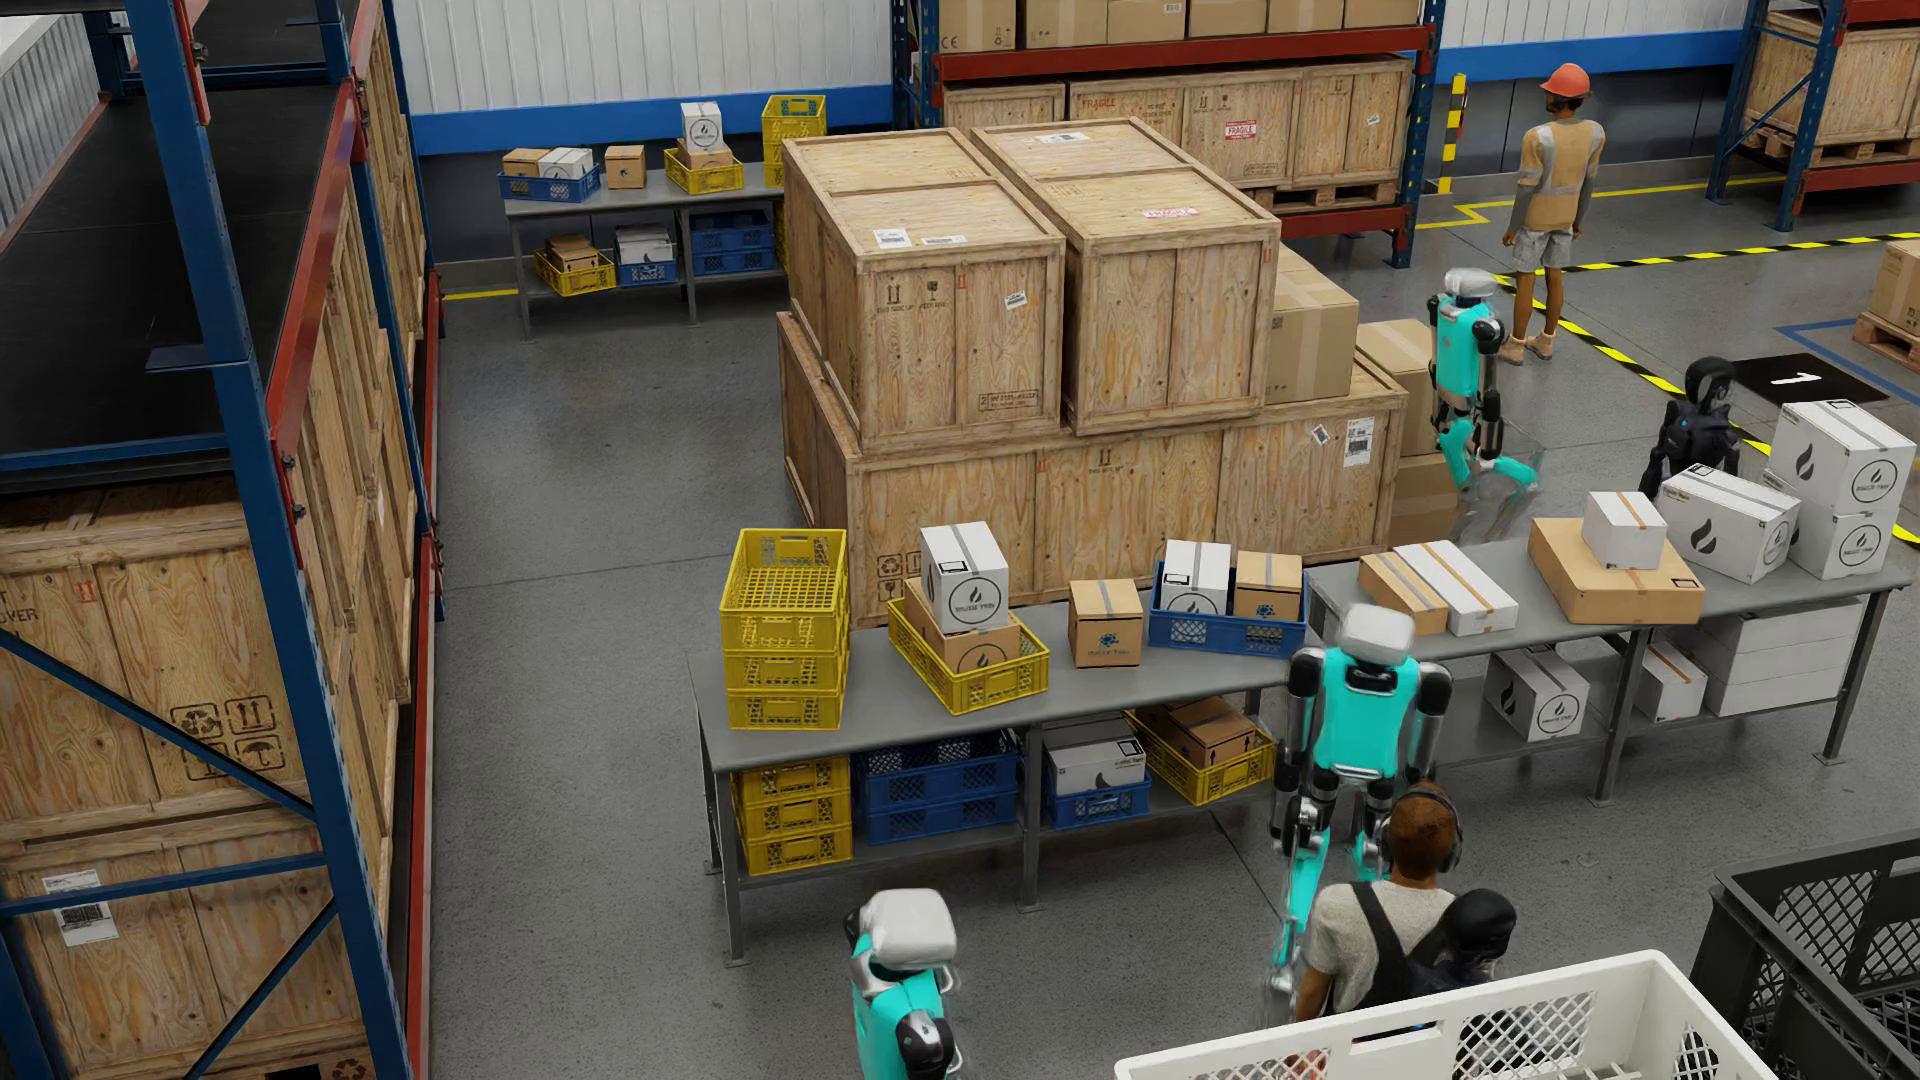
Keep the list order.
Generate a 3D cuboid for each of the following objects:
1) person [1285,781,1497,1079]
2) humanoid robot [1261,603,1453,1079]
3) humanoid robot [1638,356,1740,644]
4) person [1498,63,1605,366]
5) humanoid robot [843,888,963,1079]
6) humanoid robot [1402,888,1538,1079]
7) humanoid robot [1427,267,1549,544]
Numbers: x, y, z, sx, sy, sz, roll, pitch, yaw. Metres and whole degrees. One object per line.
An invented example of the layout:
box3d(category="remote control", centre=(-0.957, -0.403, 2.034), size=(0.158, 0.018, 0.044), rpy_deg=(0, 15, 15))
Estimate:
box3d(category="person", centre=(1.216, 1.477, 4.813), size=(0.523, 1.836, 0.366), rpy_deg=(5, 29, 8))
box3d(category="humanoid robot", centre=(1.289, 1.139, 5.587), size=(0.544, 1.840, 0.787), rpy_deg=(6, 29, 11))
box3d(category="humanoid robot", centre=(3.474, -0.087, 7.828), size=(0.577, 1.639, 0.601), rpy_deg=(-7, 30, -13))
box3d(category="person", centre=(3.954, -2.179, 11.229), size=(0.613, 2.047, 0.356), rpy_deg=(-10, 30, -17))
box3d(category="humanoid robot", centre=(0.024, 1.686, 4.644), size=(0.665, 1.873, 0.576), rpy_deg=(-10, 30, -17))
box3d(category="humanoid robot", centre=(1.293, 1.637, 4.690), size=(0.308, 1.655, 0.609), rpy_deg=(-23, 36, -35))
box3d(category="humanoid robot", centre=(2.763, -0.542, 8.651), size=(0.781, 1.849, 0.542), rpy_deg=(-9, 30, -17))
